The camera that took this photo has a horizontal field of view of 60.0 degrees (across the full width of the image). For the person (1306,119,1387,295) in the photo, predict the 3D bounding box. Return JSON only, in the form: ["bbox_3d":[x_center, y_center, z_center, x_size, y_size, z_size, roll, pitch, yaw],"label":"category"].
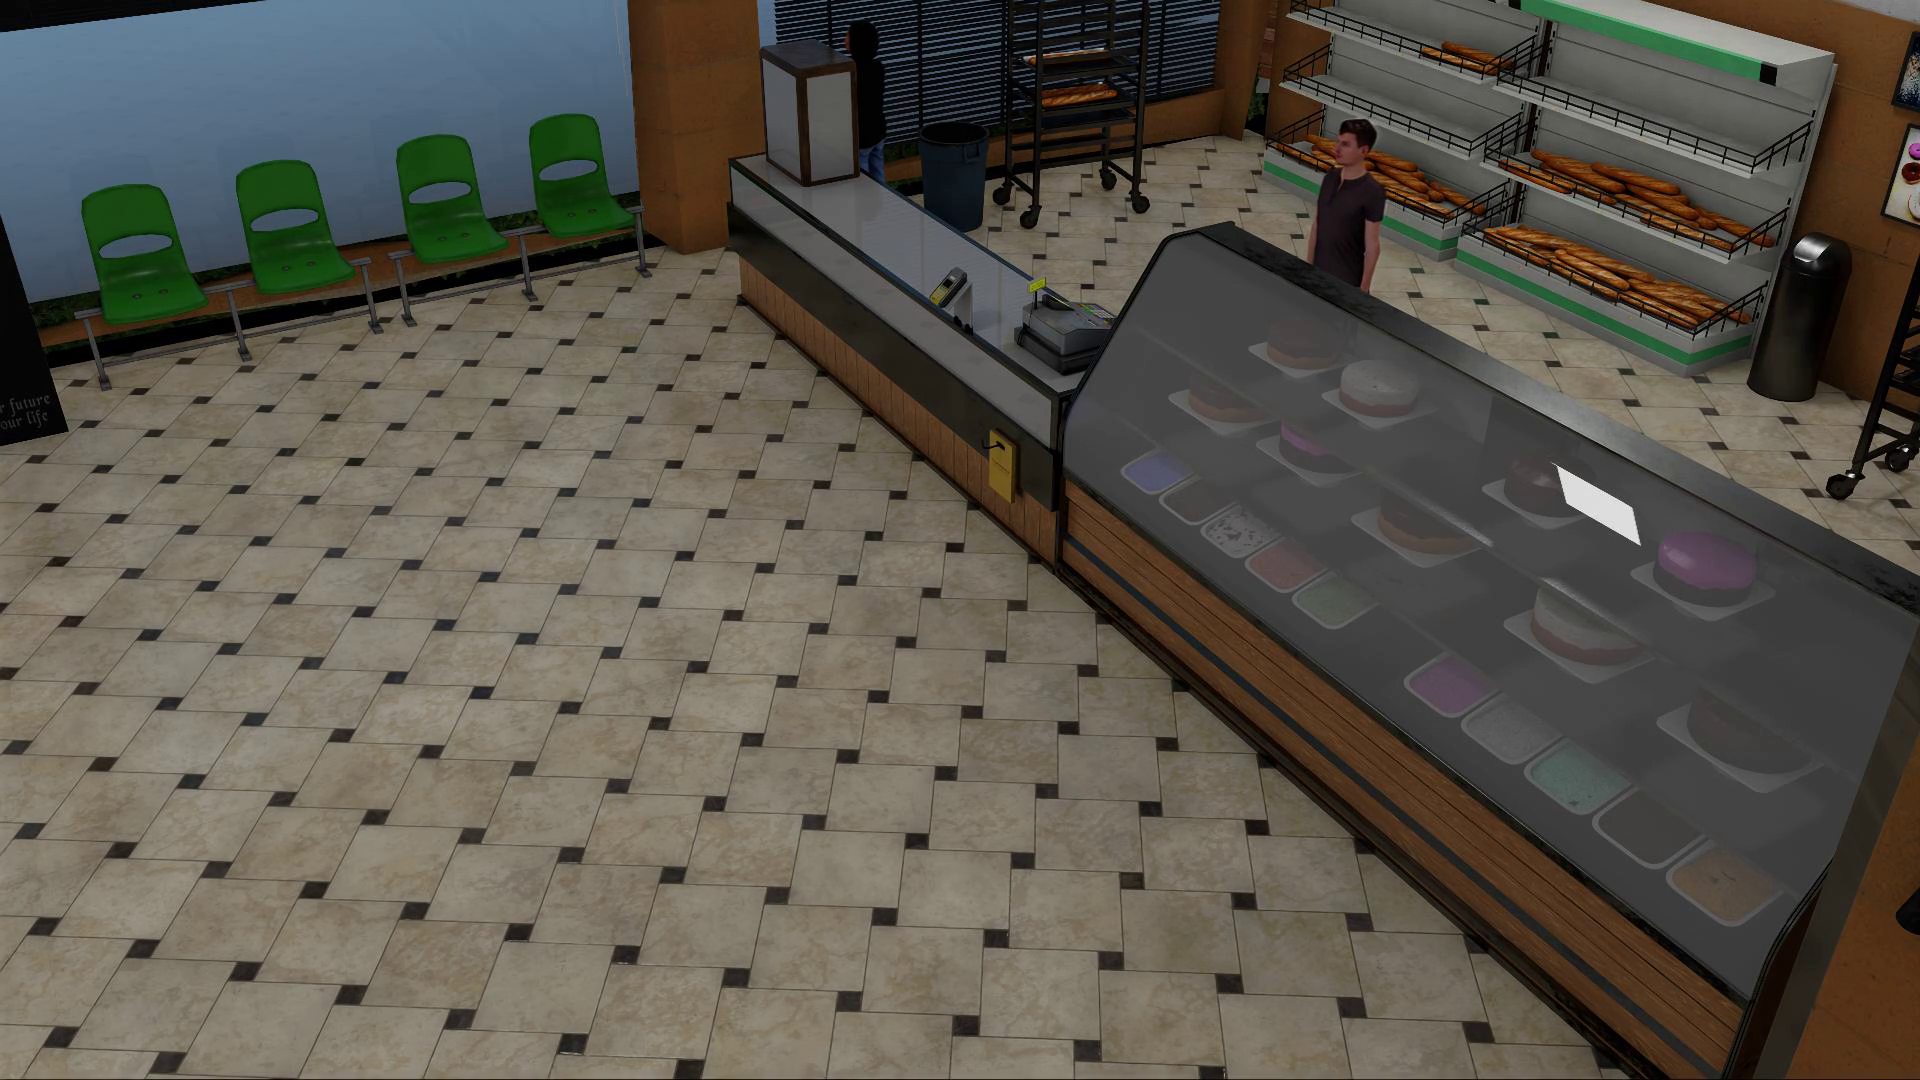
[{"bbox_3d":[2.133,-1.451,9.325,0.514,1.851,0.643,-17,36,-25],"label":"person"}]

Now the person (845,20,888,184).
[{"bbox_3d":[-0.660,-2.754,11.561,0.720,1.701,0.623,18,36,26],"label":"person"}]
